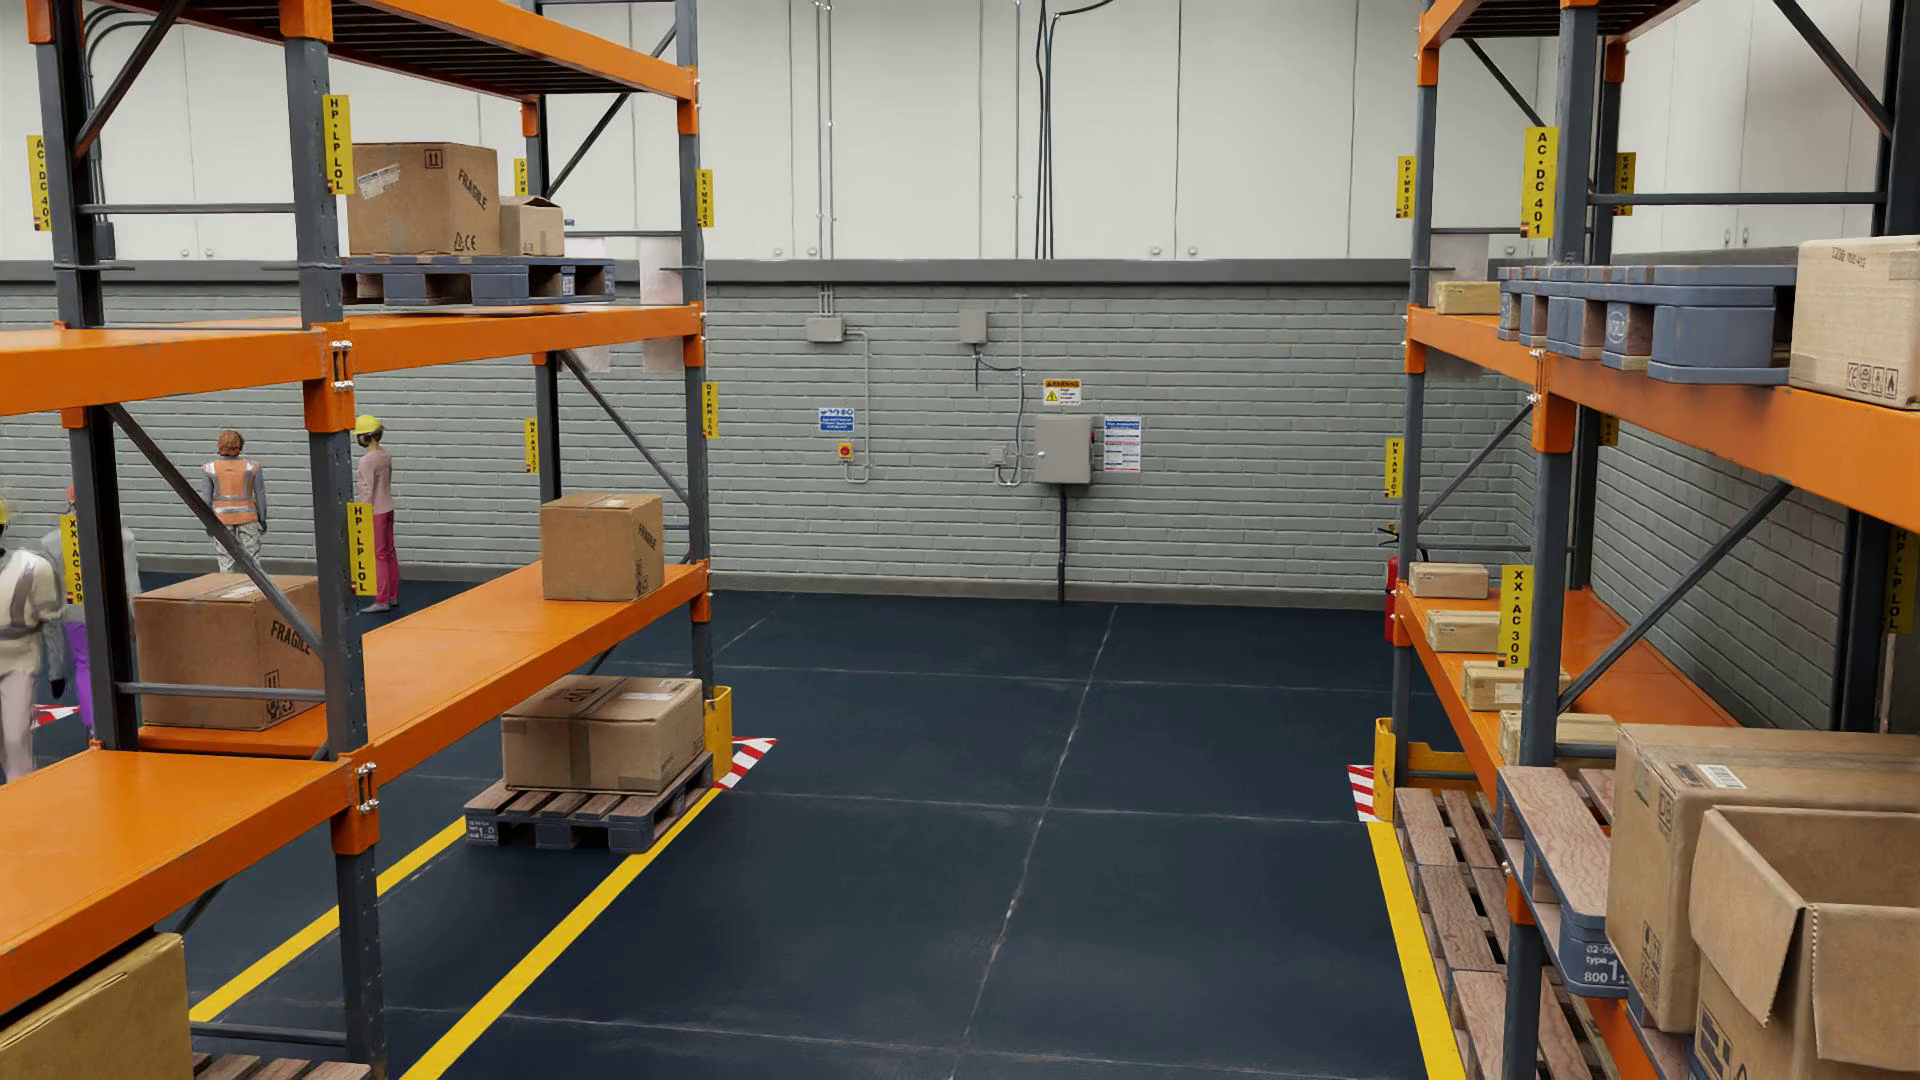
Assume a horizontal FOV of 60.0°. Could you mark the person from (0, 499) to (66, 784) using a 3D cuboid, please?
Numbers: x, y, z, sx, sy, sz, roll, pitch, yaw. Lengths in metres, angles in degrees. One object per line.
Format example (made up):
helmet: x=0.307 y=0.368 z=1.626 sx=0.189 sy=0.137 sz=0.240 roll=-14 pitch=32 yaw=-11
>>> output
person: x=-5.065 y=0.694 z=8.682 sx=0.607 sy=1.884 sz=0.938 roll=-1 pitch=9 yaw=-6

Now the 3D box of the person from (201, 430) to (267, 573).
person: x=-6.374 y=-0.147 z=14.639 sx=0.517 sy=1.638 sz=0.313 roll=-3 pitch=10 yaw=-18

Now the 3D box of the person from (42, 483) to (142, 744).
person: x=-5.597 y=0.453 z=10.744 sx=0.566 sy=1.712 sz=0.861 roll=-5 pitch=10 yaw=-28

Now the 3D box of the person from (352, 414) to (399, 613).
person: x=-5.201 y=-0.234 z=14.786 sx=0.311 sy=1.768 sz=0.524 roll=0 pitch=9 yaw=2
